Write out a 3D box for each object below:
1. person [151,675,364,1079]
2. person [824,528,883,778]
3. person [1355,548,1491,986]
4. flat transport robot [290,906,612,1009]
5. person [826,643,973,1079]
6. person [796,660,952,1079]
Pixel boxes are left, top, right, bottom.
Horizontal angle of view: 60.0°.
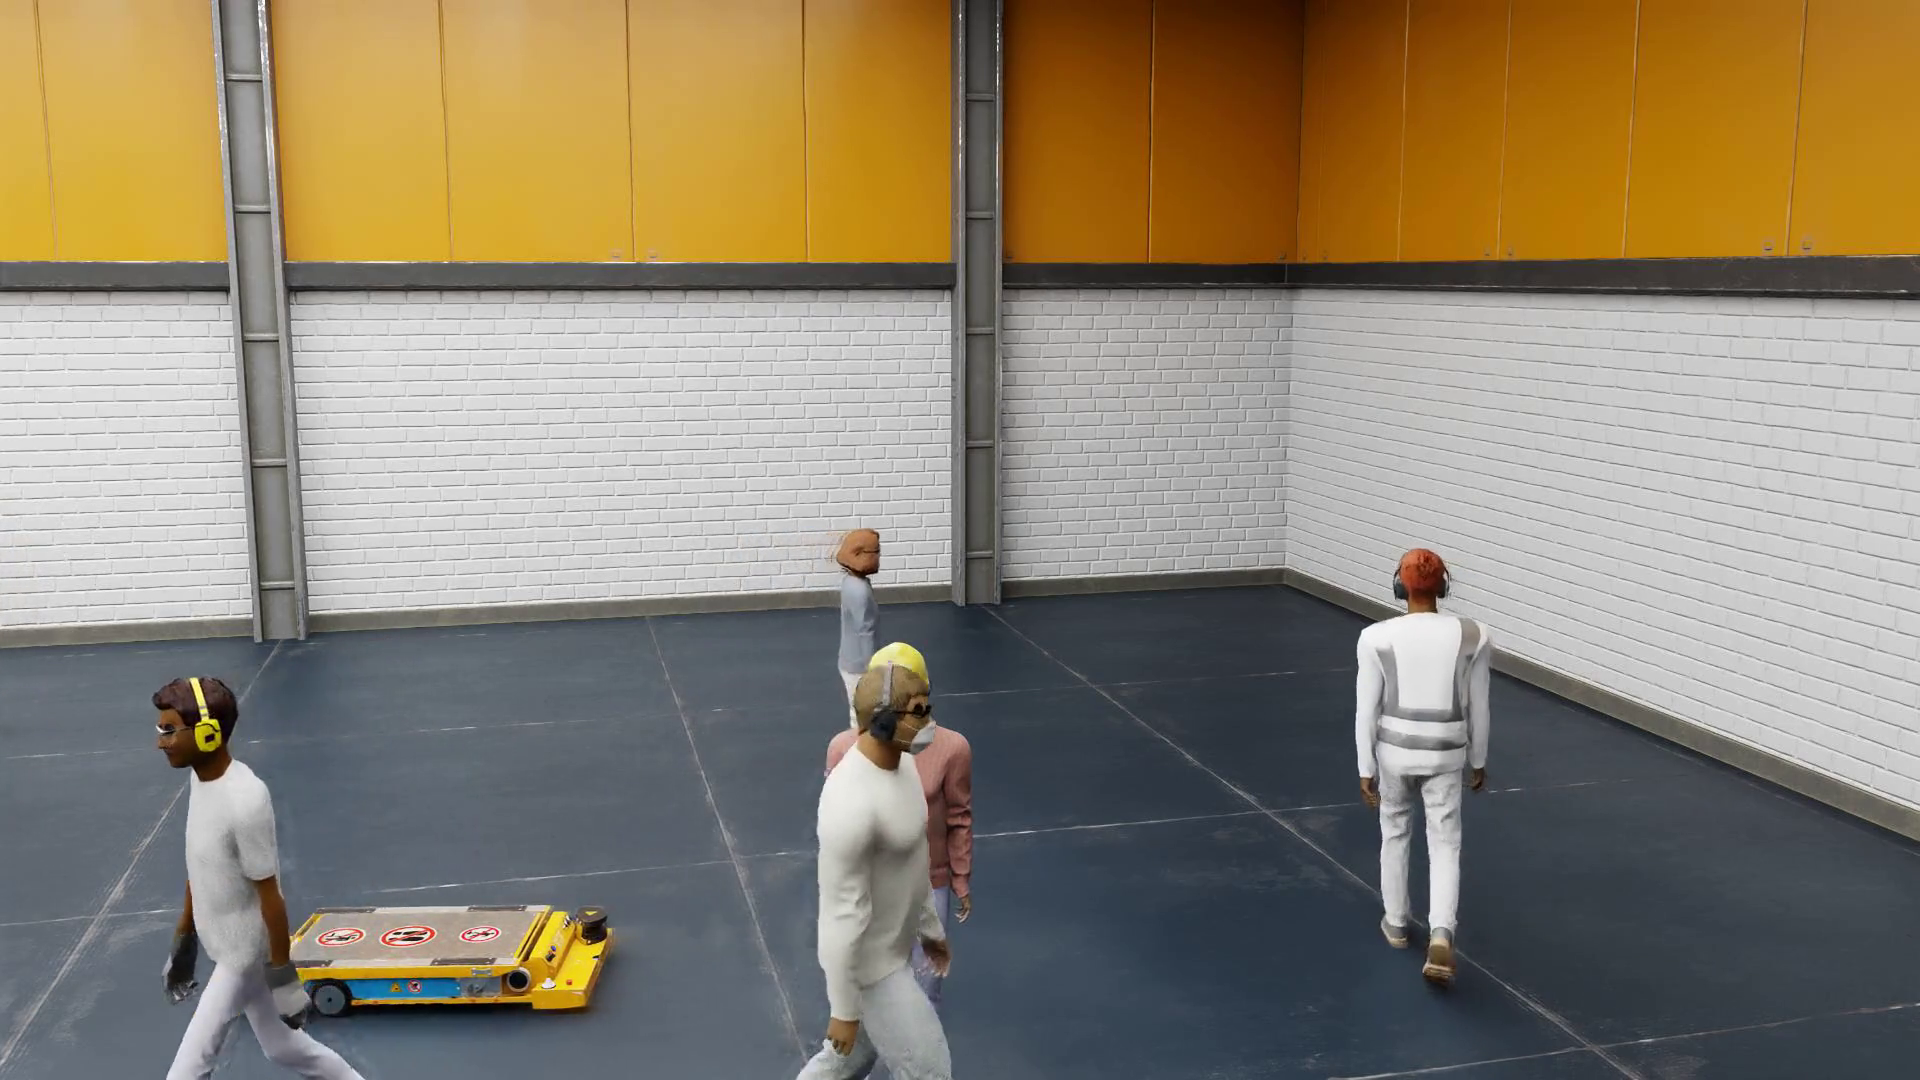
[{"bbox_3d":[-2.248,1.298,5.268,1.006,1.816,0.485,-6,11,-31],"label":"person"},{"bbox_3d":[-0.528,0.734,9.368,0.347,1.621,0.507,-1,9,-3],"label":"person"},{"bbox_3d":[2.003,0.962,7.227,0.576,1.857,0.824,2,9,12],"label":"person"},{"bbox_3d":[-2.259,1.773,7.084,1.431,0.197,0.652,0,9,-2],"label":"flat transport robot"},{"bbox_3d":[-0.215,1.221,5.886,0.531,1.765,0.324,0,9,-3],"label":"person"},{"bbox_3d":[-0.251,1.287,5.133,0.980,1.891,0.646,1,9,8],"label":"person"}]
